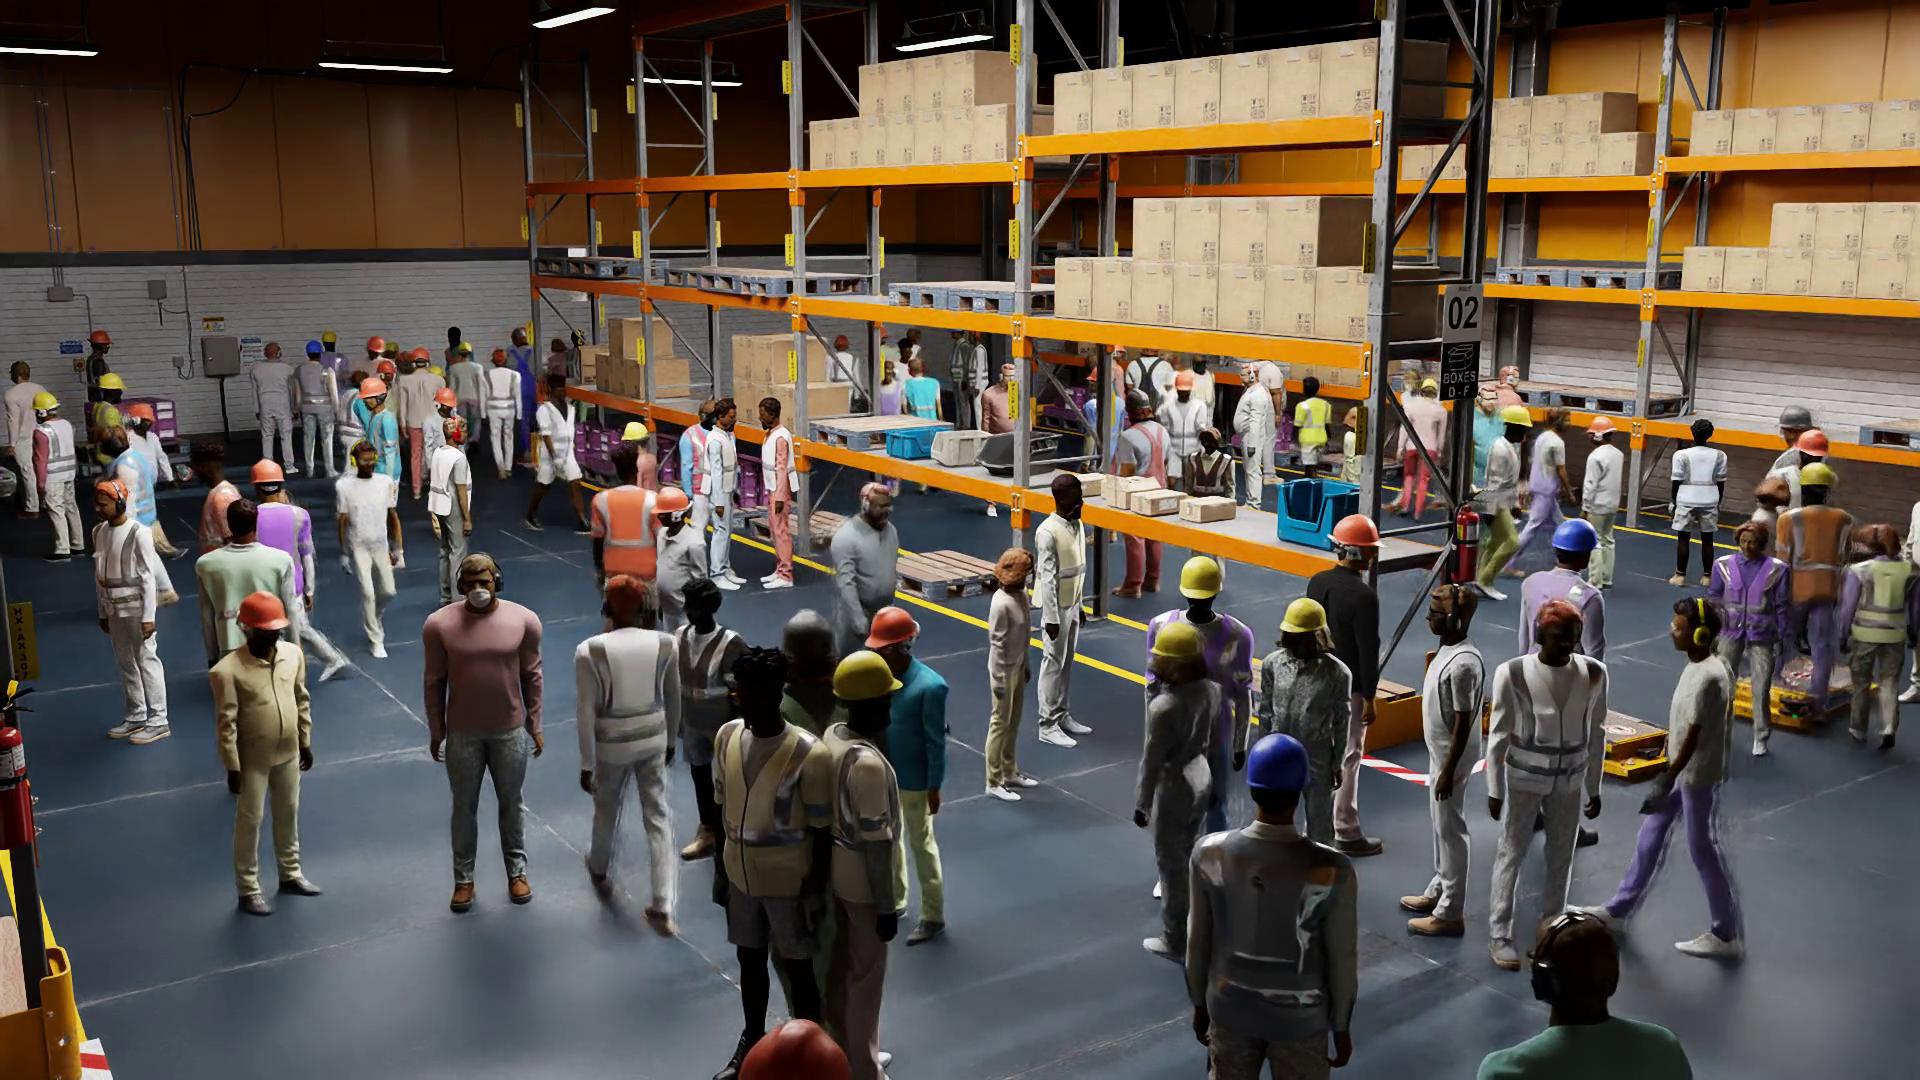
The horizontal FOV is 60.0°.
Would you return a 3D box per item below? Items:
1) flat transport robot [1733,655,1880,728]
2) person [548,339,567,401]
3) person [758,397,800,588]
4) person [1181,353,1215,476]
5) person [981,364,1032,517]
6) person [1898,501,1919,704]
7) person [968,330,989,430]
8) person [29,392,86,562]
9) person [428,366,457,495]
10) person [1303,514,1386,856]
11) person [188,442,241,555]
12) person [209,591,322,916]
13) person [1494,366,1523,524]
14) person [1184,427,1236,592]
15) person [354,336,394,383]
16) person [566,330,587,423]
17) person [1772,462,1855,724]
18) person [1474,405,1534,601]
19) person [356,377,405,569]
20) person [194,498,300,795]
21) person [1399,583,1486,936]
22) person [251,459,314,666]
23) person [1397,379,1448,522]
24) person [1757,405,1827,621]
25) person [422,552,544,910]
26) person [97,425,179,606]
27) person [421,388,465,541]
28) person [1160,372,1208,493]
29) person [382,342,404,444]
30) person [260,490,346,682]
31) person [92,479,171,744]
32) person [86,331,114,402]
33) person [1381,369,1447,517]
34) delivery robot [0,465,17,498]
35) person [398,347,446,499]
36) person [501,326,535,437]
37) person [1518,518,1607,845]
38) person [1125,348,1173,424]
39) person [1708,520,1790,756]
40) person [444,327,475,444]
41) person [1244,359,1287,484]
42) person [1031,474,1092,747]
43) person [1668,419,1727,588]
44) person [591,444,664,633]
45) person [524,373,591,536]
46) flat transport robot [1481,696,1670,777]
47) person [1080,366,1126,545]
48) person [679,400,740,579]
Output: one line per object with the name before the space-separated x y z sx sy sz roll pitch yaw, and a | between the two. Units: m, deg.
flat transport robot | 6.354 1.130 12.610 1.431 0.197 0.652 -9 15 -40
person | -6.917 -2.696 28.821 0.875 1.585 0.503 11 15 44
person | -1.827 -0.480 16.665 0.409 1.907 0.598 -3 12 -16
person | 3.364 -1.718 23.308 0.629 1.780 1.015 -5 12 -25
person | 0.578 -1.220 20.480 0.642 1.901 0.395 -2 11 -13
person | 7.324 0.350 12.448 0.402 1.895 0.653 -4 12 -21
person | 0.285 -2.549 27.320 0.362 1.879 0.584 -1 11 -3
person | -9.729 -0.680 17.888 0.403 1.825 0.593 1 11 5
person | -6.867 -1.432 21.980 0.487 1.737 0.320 5 12 23
person | 2.240 0.836 9.701 0.391 1.991 0.613 -5 12 -23
person | -5.777 0.211 13.076 0.400 1.956 0.687 -5 12 -22
person | -3.682 1.121 8.882 0.359 1.743 0.566 6 13 29
person | 6.582 -1.153 20.105 0.402 1.904 0.652 -4 12 -20
person | 2.462 -0.302 16.428 0.515 1.640 0.315 5 12 24
person | -8.595 -2.009 24.354 0.656 1.956 0.425 0 11 2
person | -6.127 -2.445 26.807 0.526 1.871 0.324 9 14 39
person | 6.262 0.361 12.370 0.603 1.890 0.884 0 11 2
person | 5.214 -0.347 15.986 0.487 1.907 0.601 5 12 24
person | -6.072 -0.694 17.445 0.406 2.031 0.612 -7 13 -31
person | -4.549 0.688 10.679 0.589 1.909 0.388 -3 12 -16
person | 2.508 1.126 8.590 0.345 1.846 0.508 2 11 9
person | -5.065 0.364 12.298 0.550 1.925 0.393 -8 13 -35
person | 5.620 -1.095 20.242 0.558 1.722 0.626 4 12 17
person | 7.560 -0.230 15.031 0.697 2.000 0.696 10 15 42
person | -2.542 1.016 8.932 0.627 1.934 0.370 -3 12 -16
person | -7.638 -0.168 15.358 0.486 1.812 0.750 -4 12 -19
person | -5.888 -0.876 19.091 0.333 1.745 0.559 7 13 31
person | 2.612 -1.013 19.453 0.552 1.880 0.977 1 11 5
person | -9.052 -2.303 26.533 0.484 1.679 0.910 -3 11 -13
person | -5.242 0.385 13.005 0.774 1.611 0.517 -6 12 -27
person | -5.866 0.501 11.725 0.568 1.878 0.350 5 12 25
person | -12.505 -2.035 24.293 0.407 2.035 0.610 -8 14 -36
person | 5.677 -1.205 20.600 1.184 1.829 0.641 -4 12 -21
delivery robot | -12.482 -0.799 21.513 0.477 0.478 0.707 -10 15 -43
person | -7.036 -1.533 21.848 0.621 1.985 0.408 -3 12 -16
person | -7.253 -2.570 27.392 0.566 1.890 0.845 5 12 23
person | 3.557 0.833 9.828 0.389 1.948 0.609 -5 12 -26
person | 2.697 -1.889 23.521 0.684 2.000 0.535 4 12 21
person | 5.433 0.665 11.507 0.523 1.631 0.313 7 13 32
person | -8.130 -2.518 27.096 0.585 1.911 0.391 6 13 30
person | 4.271 -1.800 23.066 0.539 2.000 0.688 -6 13 -28
person | 0.715 0.478 11.722 0.392 1.919 0.592 5 12 23
person | 7.335 -0.359 16.572 0.537 1.696 0.321 2 11 8
person | -2.570 0.224 12.974 0.624 1.938 0.722 1 11 6
person | -4.723 -1.008 19.405 1.060 1.908 0.593 7 13 33
flat transport robot | 4.300 1.321 11.632 0.652 0.197 1.431 -6 13 -29
person | 1.587 -0.953 18.710 0.615 2.047 0.358 -11 15 -44
person | -2.544 -0.506 16.966 0.652 1.841 0.429 -9 14 -40
